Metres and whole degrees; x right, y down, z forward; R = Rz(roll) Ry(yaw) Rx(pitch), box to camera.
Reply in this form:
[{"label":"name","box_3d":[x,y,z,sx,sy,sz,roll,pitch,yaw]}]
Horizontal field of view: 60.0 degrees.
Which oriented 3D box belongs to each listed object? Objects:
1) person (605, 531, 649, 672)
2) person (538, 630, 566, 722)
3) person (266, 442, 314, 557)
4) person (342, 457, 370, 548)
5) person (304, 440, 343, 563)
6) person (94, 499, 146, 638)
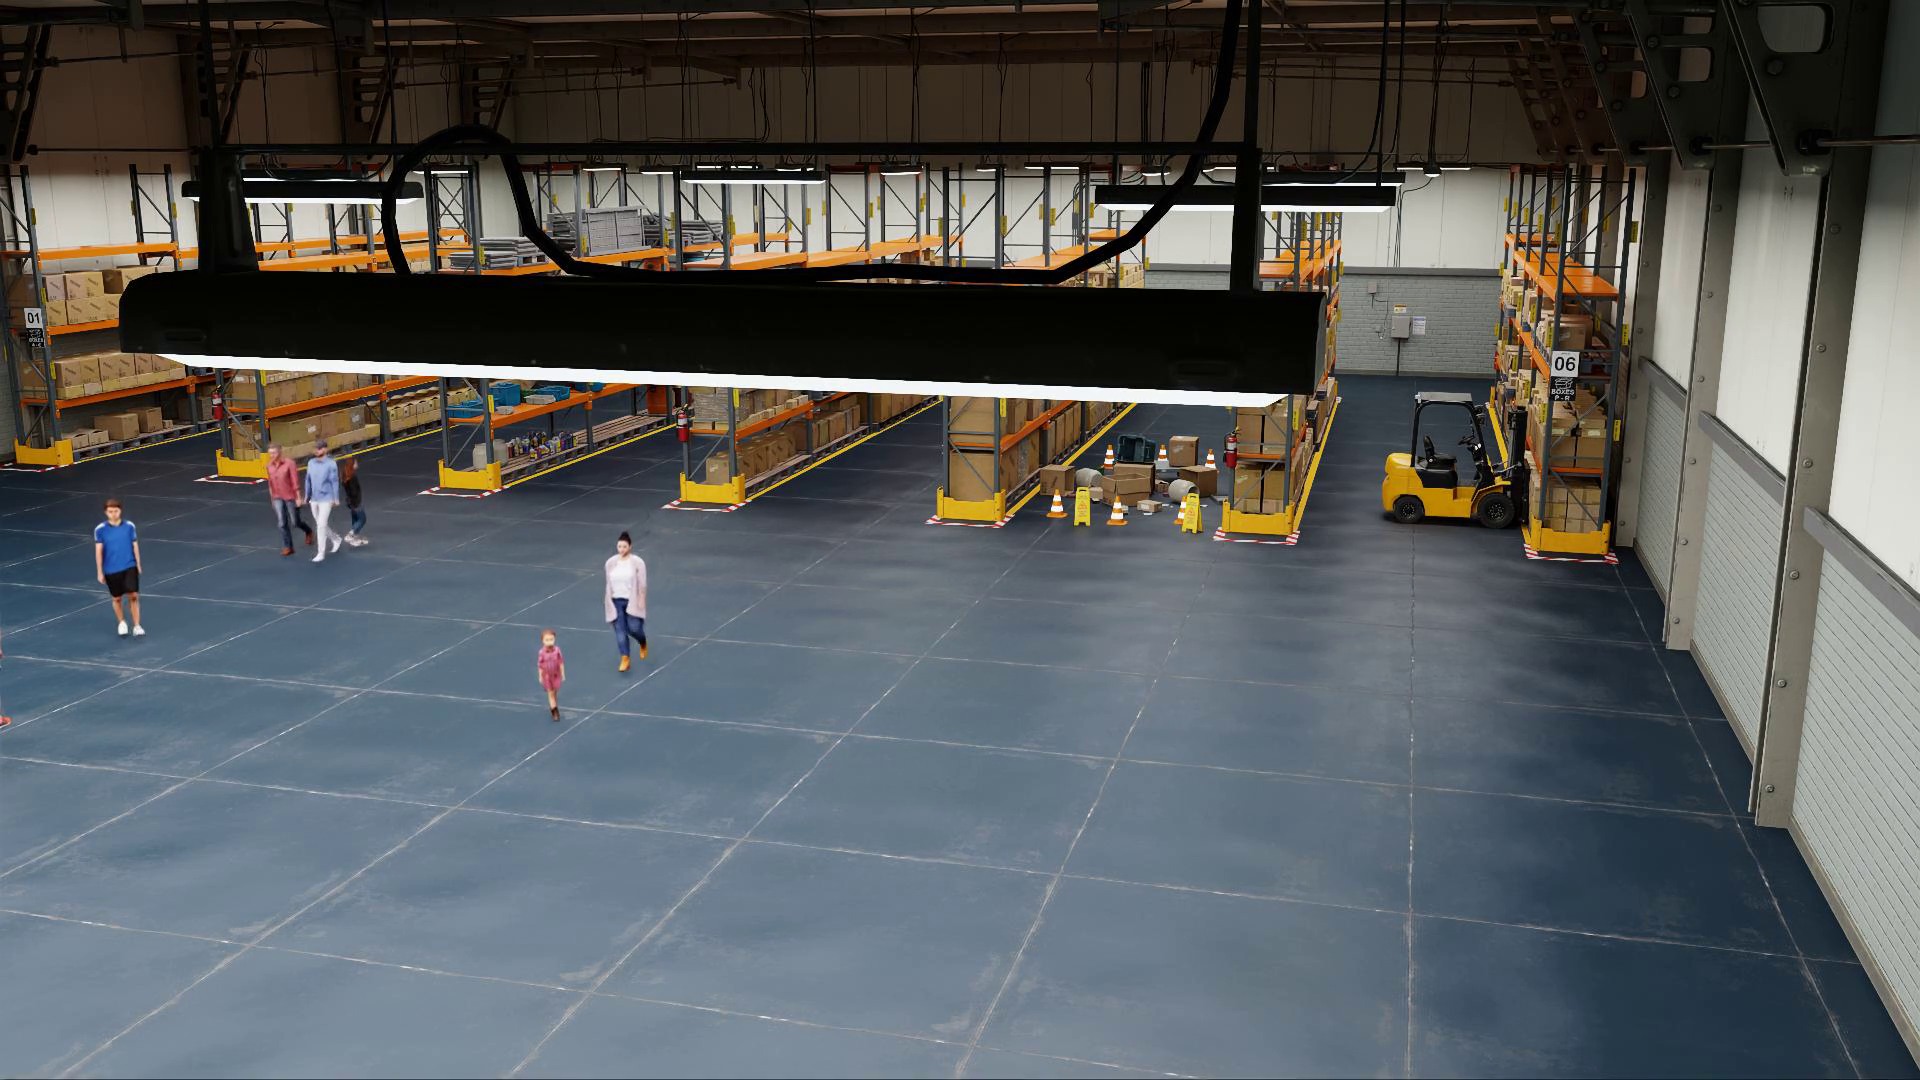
[{"label":"person","box_3d":[-4.073,0.735,20.433,0.711,1.730,0.826,2,13,9]},{"label":"person","box_3d":[-4.598,1.495,18.748,0.675,1.008,0.775,-5,14,-22]},{"label":"person","box_3d":[-10.627,-0.674,26.344,0.757,1.808,0.928,1,13,6]},{"label":"person","box_3d":[-9.813,-0.599,26.755,0.776,1.475,0.717,-10,16,-37]},{"label":"person","box_3d":[-9.987,-0.650,26.119,0.651,1.863,1.104,4,14,16]},{"label":"person","box_3d":[-11.027,0.362,21.810,1.126,1.836,1.158,-9,16,-33]}]
